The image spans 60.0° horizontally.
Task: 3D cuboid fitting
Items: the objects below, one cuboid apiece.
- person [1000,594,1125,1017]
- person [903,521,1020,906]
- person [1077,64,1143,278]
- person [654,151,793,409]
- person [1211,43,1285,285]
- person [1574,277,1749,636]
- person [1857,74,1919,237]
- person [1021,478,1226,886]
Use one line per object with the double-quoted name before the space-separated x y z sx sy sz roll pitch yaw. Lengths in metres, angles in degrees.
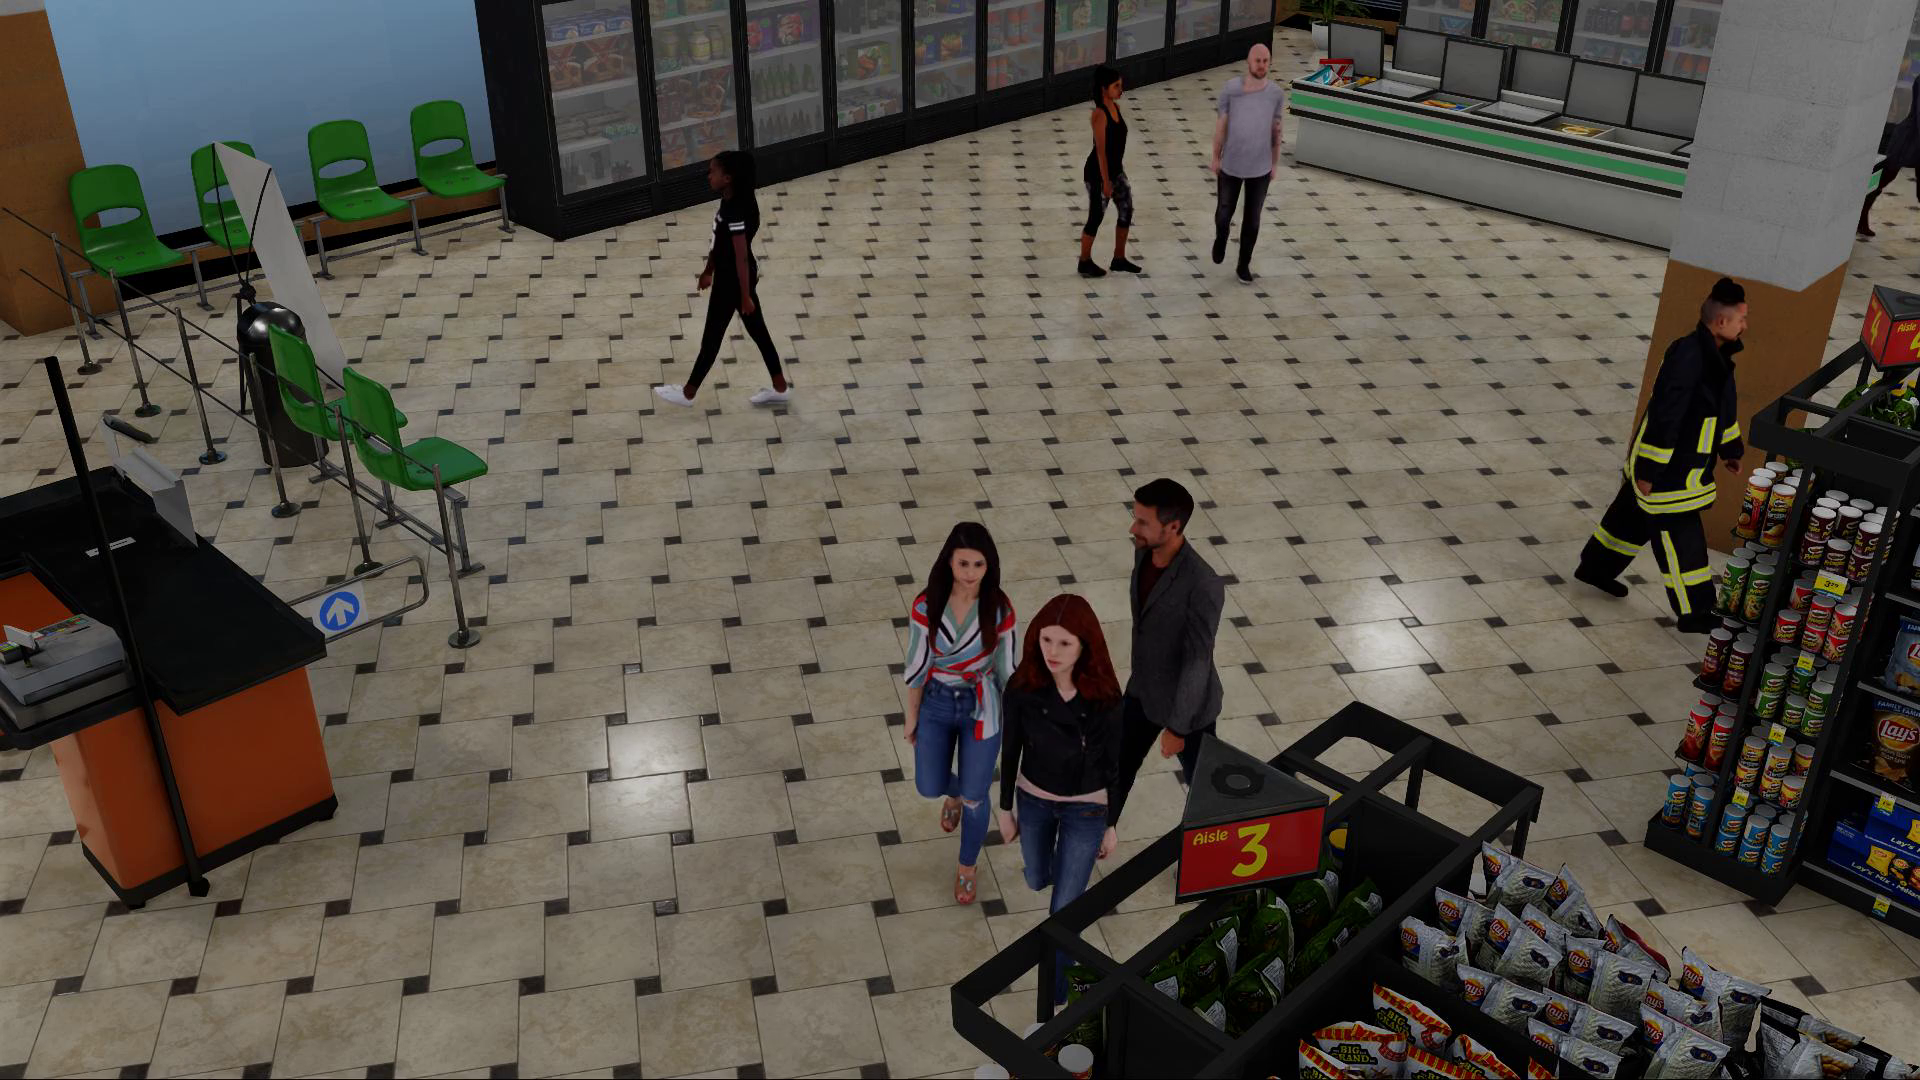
"person" 0.382 0.932 5.895 1.137 1.764 0.979 9 30 16
"person" 0.013 0.642 6.596 0.853 1.600 0.892 6 29 10
"person" 1.056 -2.864 12.965 0.821 1.651 0.718 14 32 24
"person" -1.361 -1.633 10.665 1.130 1.694 1.116 -2 29 -4
"person" 2.203 -2.941 12.922 0.883 1.826 0.944 0 29 0
"person" 3.514 -0.453 8.367 1.152 1.825 0.865 20 34 32
"person" 7.768 -3.310 13.753 0.649 1.680 1.010 -21 35 -33
"person" 0.886 0.593 6.458 0.937 1.819 1.146 -17 33 -28
